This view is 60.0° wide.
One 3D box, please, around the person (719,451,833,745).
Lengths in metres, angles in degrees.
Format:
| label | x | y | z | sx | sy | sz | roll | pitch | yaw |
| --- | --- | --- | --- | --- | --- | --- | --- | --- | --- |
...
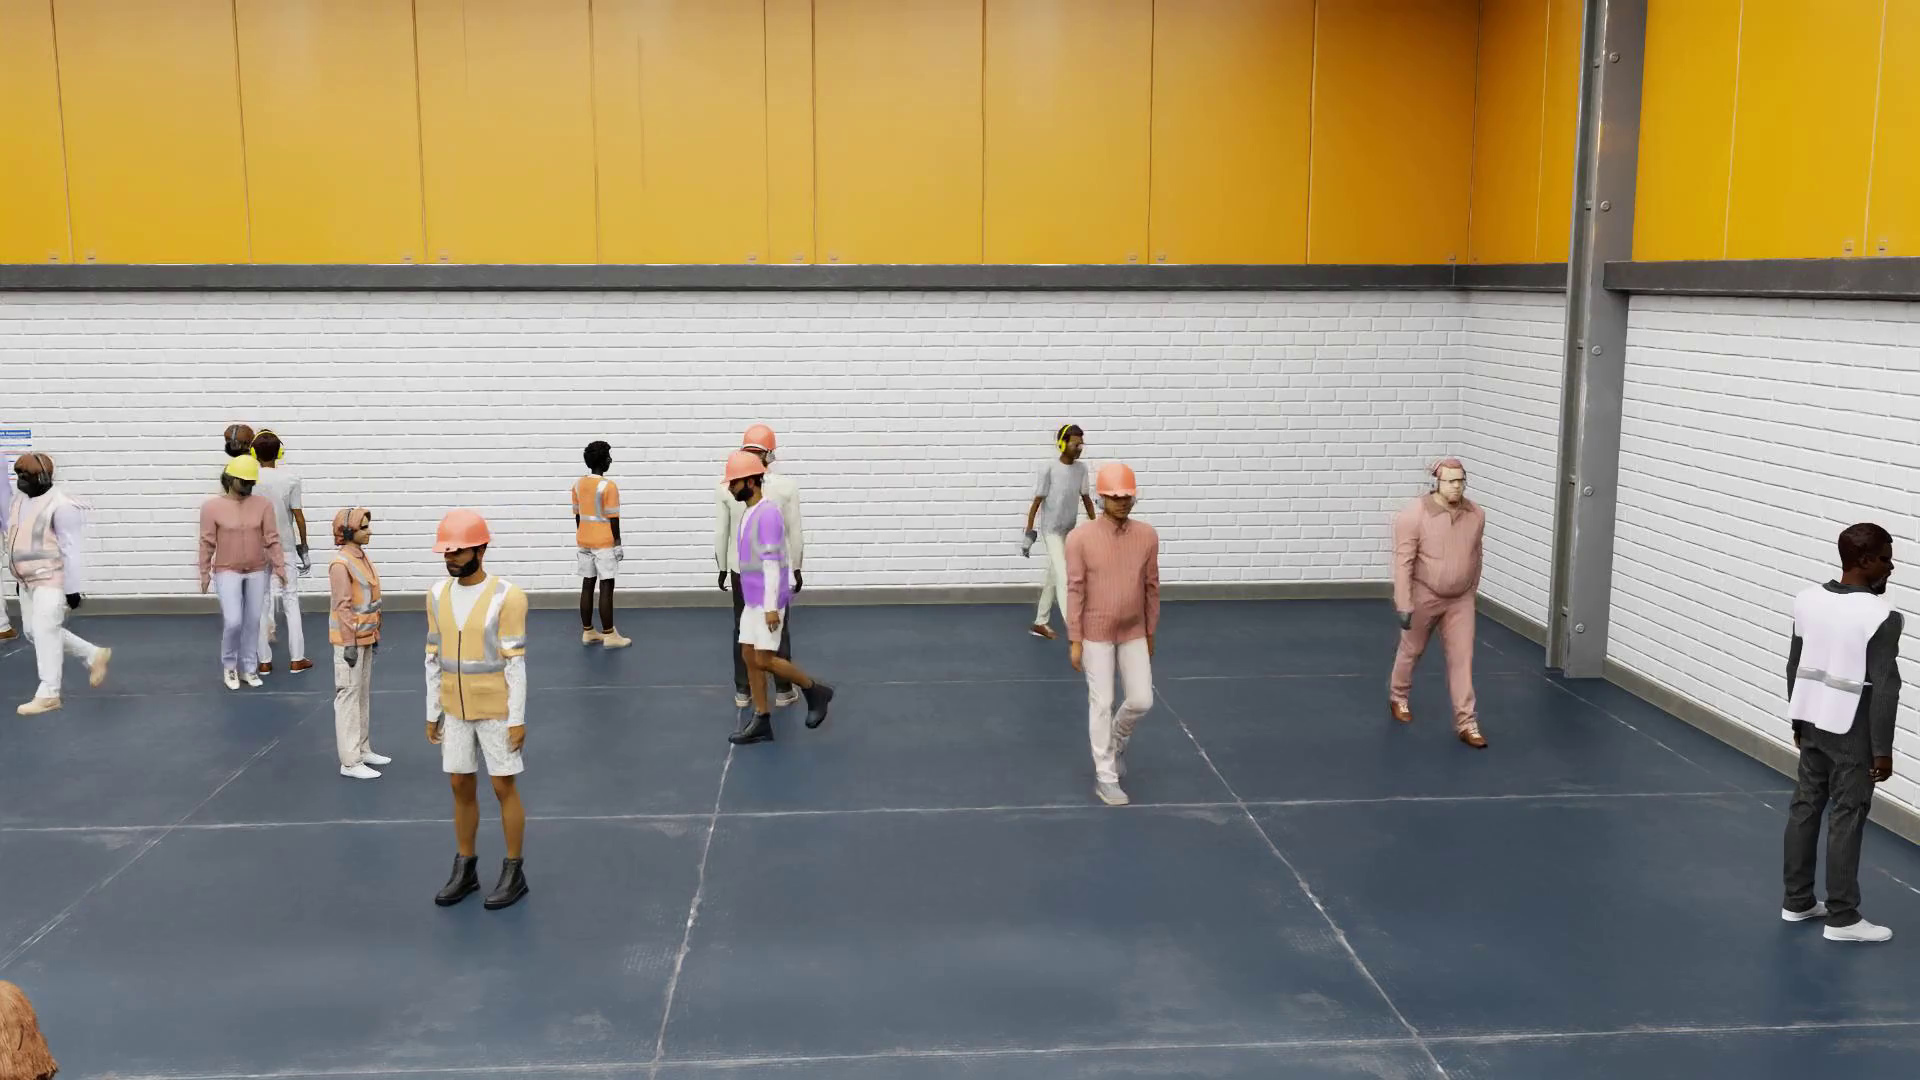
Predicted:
| label | x | y | z | sx | sy | sz | roll | pitch | yaw |
| --- | --- | --- | --- | --- | --- | --- | --- | --- | --- |
| person | -1.222 | 0.368 | 10.819 | 0.624 | 1.908 | 0.586 | -5 | 10 | -27 |

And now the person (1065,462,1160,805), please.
| label | x | y | z | sx | sy | sz | roll | pitch | yaw |
| --- | --- | --- | --- | --- | --- | --- | --- | --- | --- |
| person | 0.876 | 0.526 | 9.625 | 0.618 | 1.979 | 0.500 | -3 | 10 | -18 |

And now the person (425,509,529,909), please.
| label | x | y | z | sx | sy | sz | roll | pitch | yaw |
| --- | --- | --- | --- | --- | --- | --- | --- | --- | --- |
| person | -2.332 | 0.808 | 7.988 | 0.542 | 1.936 | 0.378 | 3 | 9 | 17 |

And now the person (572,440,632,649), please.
| label | x | y | z | sx | sy | sz | roll | pitch | yaw |
| --- | --- | --- | --- | --- | --- | --- | --- | --- | --- |
| person | -2.940 | 0.037 | 13.560 | 0.532 | 1.697 | 0.322 | 8 | 12 | 40 |

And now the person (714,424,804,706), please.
| label | x | y | z | sx | sy | sz | roll | pitch | yaw |
| --- | --- | --- | --- | --- | --- | --- | --- | --- | --- |
| person | -1.407 | 0.182 | 11.717 | 0.625 | 1.992 | 0.389 | 0 | 9 | 1 |

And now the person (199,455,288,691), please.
| label | x | y | z | sx | sy | sz | roll | pitch | yaw |
| --- | --- | --- | --- | --- | --- | --- | --- | --- | --- |
| person | -5.260 | 0.241 | 12.165 | 0.549 | 1.732 | 0.432 | -9 | 13 | -44 |

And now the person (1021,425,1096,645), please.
| label | x | y | z | sx | sy | sz | roll | pitch | yaw |
| --- | --- | --- | --- | --- | --- | --- | --- | --- | --- |
| person | 0.877 | -0.030 | 13.607 | 0.581 | 1.815 | 0.950 | -8 | 12 | -40 |

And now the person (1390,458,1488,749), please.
| label | x | y | z | sx | sy | sz | roll | pitch | yaw |
| --- | --- | --- | --- | --- | --- | --- | --- | --- | --- |
| person | 3.148 | 0.371 | 11.000 | 0.663 | 1.856 | 1.005 | -2 | 9 | -10 |

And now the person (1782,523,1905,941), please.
| label | x | y | z | sx | sy | sz | roll | pitch | yaw |
| --- | --- | --- | --- | --- | --- | --- | --- | --- | --- |
| person | 4.036 | 0.871 | 7.645 | 0.396 | 1.914 | 0.590 | -2 | 9 | -15 |

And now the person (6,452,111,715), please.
| label | x | y | z | sx | sy | sz | roll | pitch | yaw |
| --- | --- | --- | --- | --- | --- | --- | --- | --- | --- |
| person | -6.344 | 0.276 | 11.668 | 0.628 | 1.822 | 0.672 | 6 | 11 | 33 |

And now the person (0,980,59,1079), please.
| label | x | y | z | sx | sy | sz | roll | pitch | yaw |
| --- | --- | --- | --- | --- | --- | --- | --- | --- | --- |
| person | -1.943 | 1.690 | 3.414 | 0.502 | 1.626 | 0.283 | -6 | 11 | -35 |

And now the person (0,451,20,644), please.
| label | x | y | z | sx | sy | sz | roll | pitch | yaw |
| --- | --- | --- | --- | --- | --- | --- | --- | --- | --- |
| person | -8.095 | -0.097 | 13.644 | 0.635 | 1.937 | 0.352 | -2 | 9 | -13 |

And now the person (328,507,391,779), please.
| label | x | y | z | sx | sy | sz | roll | pitch | yaw |
| --- | --- | --- | --- | --- | --- | --- | --- | --- | --- |
| person | -3.665 | 0.616 | 10.098 | 0.311 | 1.642 | 0.512 | -1 | 9 | -6 |

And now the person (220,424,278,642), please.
| label | x | y | z | sx | sy | sz | roll | pitch | yaw |
| --- | --- | --- | --- | --- | --- | --- | --- | --- | --- |
| person | -5.826 | -0.037 | 13.621 | 0.440 | 1.827 | 0.650 | 1 | 9 | 5 |

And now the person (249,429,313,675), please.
| label | x | y | z | sx | sy | sz | roll | pitch | yaw |
| --- | --- | --- | --- | --- | --- | --- | --- | --- | --- |
| person | -5.224 | 0.091 | 12.667 | 0.532 | 1.876 | 0.321 | -2 | 9 | -11 |
